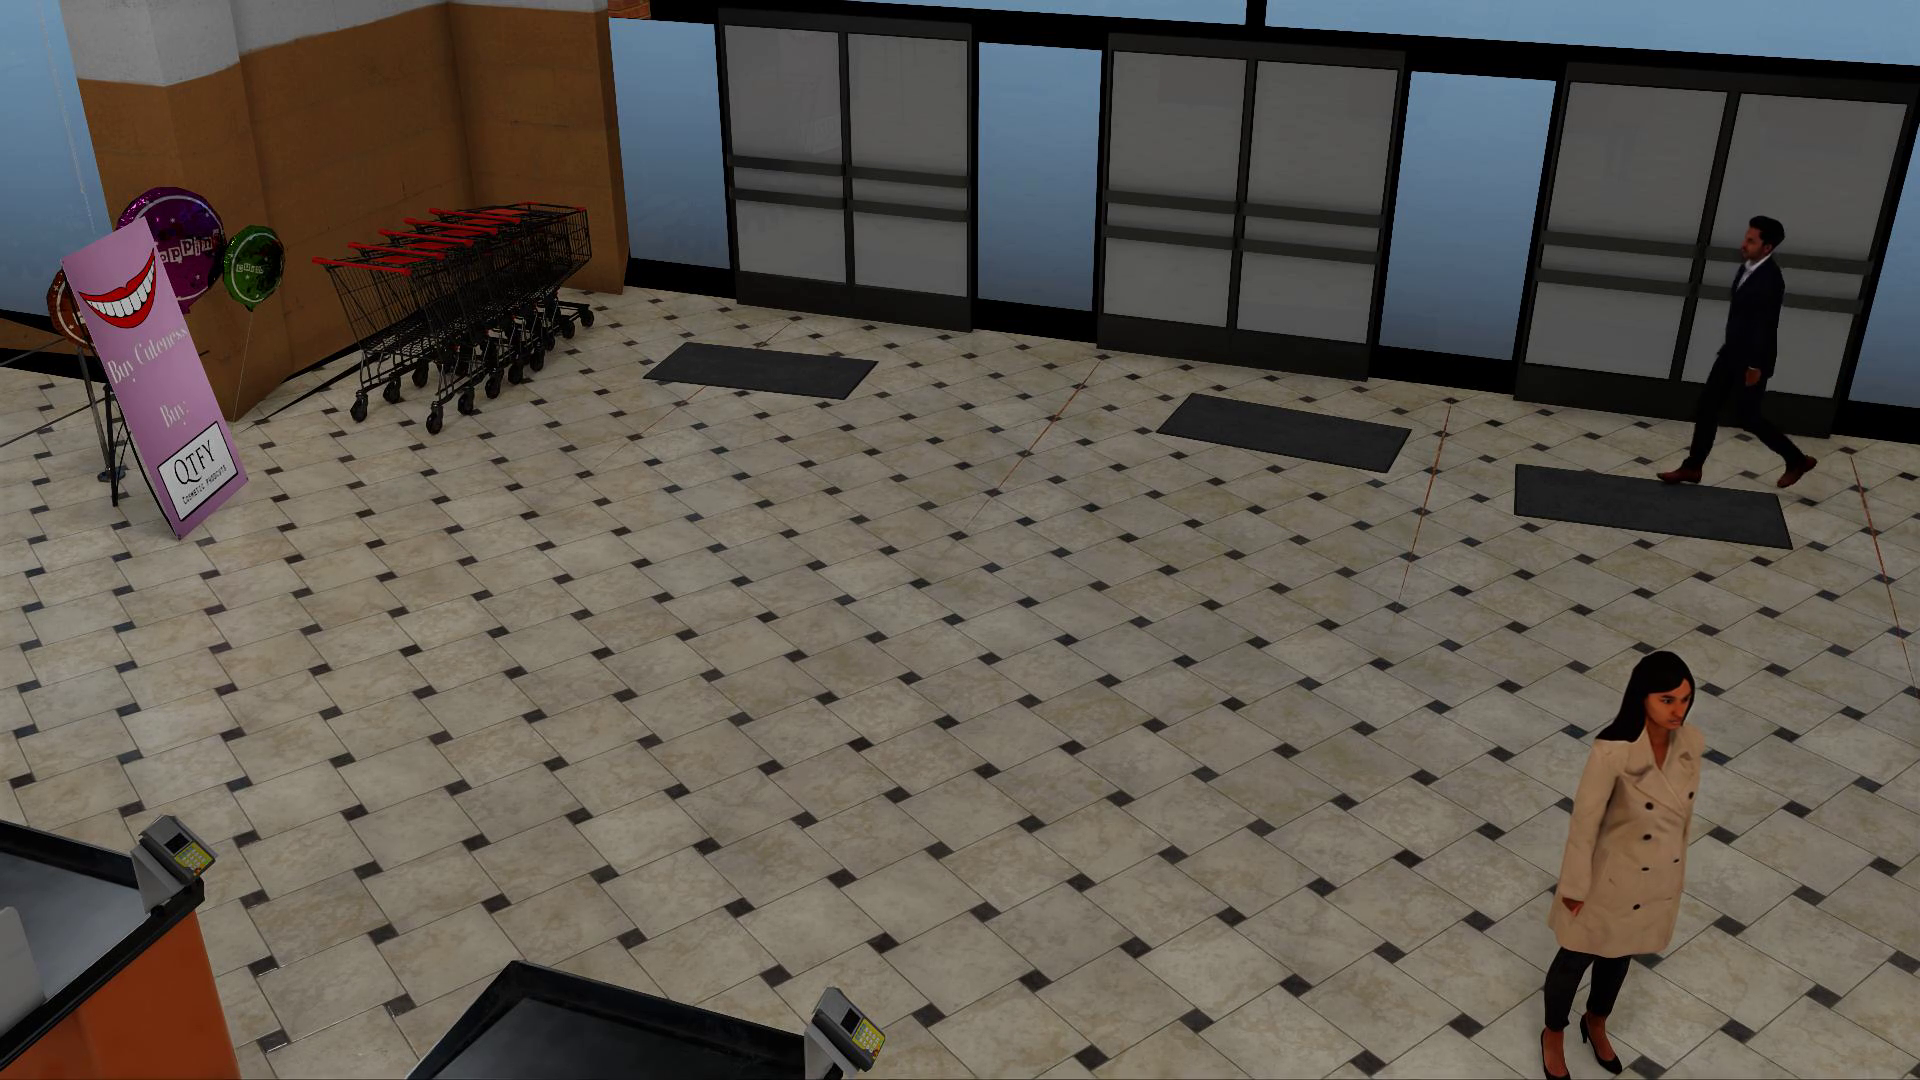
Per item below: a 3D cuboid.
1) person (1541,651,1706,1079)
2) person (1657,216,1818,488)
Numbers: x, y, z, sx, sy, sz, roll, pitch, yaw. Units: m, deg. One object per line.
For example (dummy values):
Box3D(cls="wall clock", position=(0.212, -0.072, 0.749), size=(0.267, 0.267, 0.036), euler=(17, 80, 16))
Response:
Box3D(cls="person", position=(2.211, 1.115, 5.577), size=(0.706, 1.682, 0.732), euler=(-8, 28, -16))
Box3D(cls="person", position=(4.764, -1.056, 9.848), size=(0.920, 1.692, 1.108), euler=(4, 27, 8))
